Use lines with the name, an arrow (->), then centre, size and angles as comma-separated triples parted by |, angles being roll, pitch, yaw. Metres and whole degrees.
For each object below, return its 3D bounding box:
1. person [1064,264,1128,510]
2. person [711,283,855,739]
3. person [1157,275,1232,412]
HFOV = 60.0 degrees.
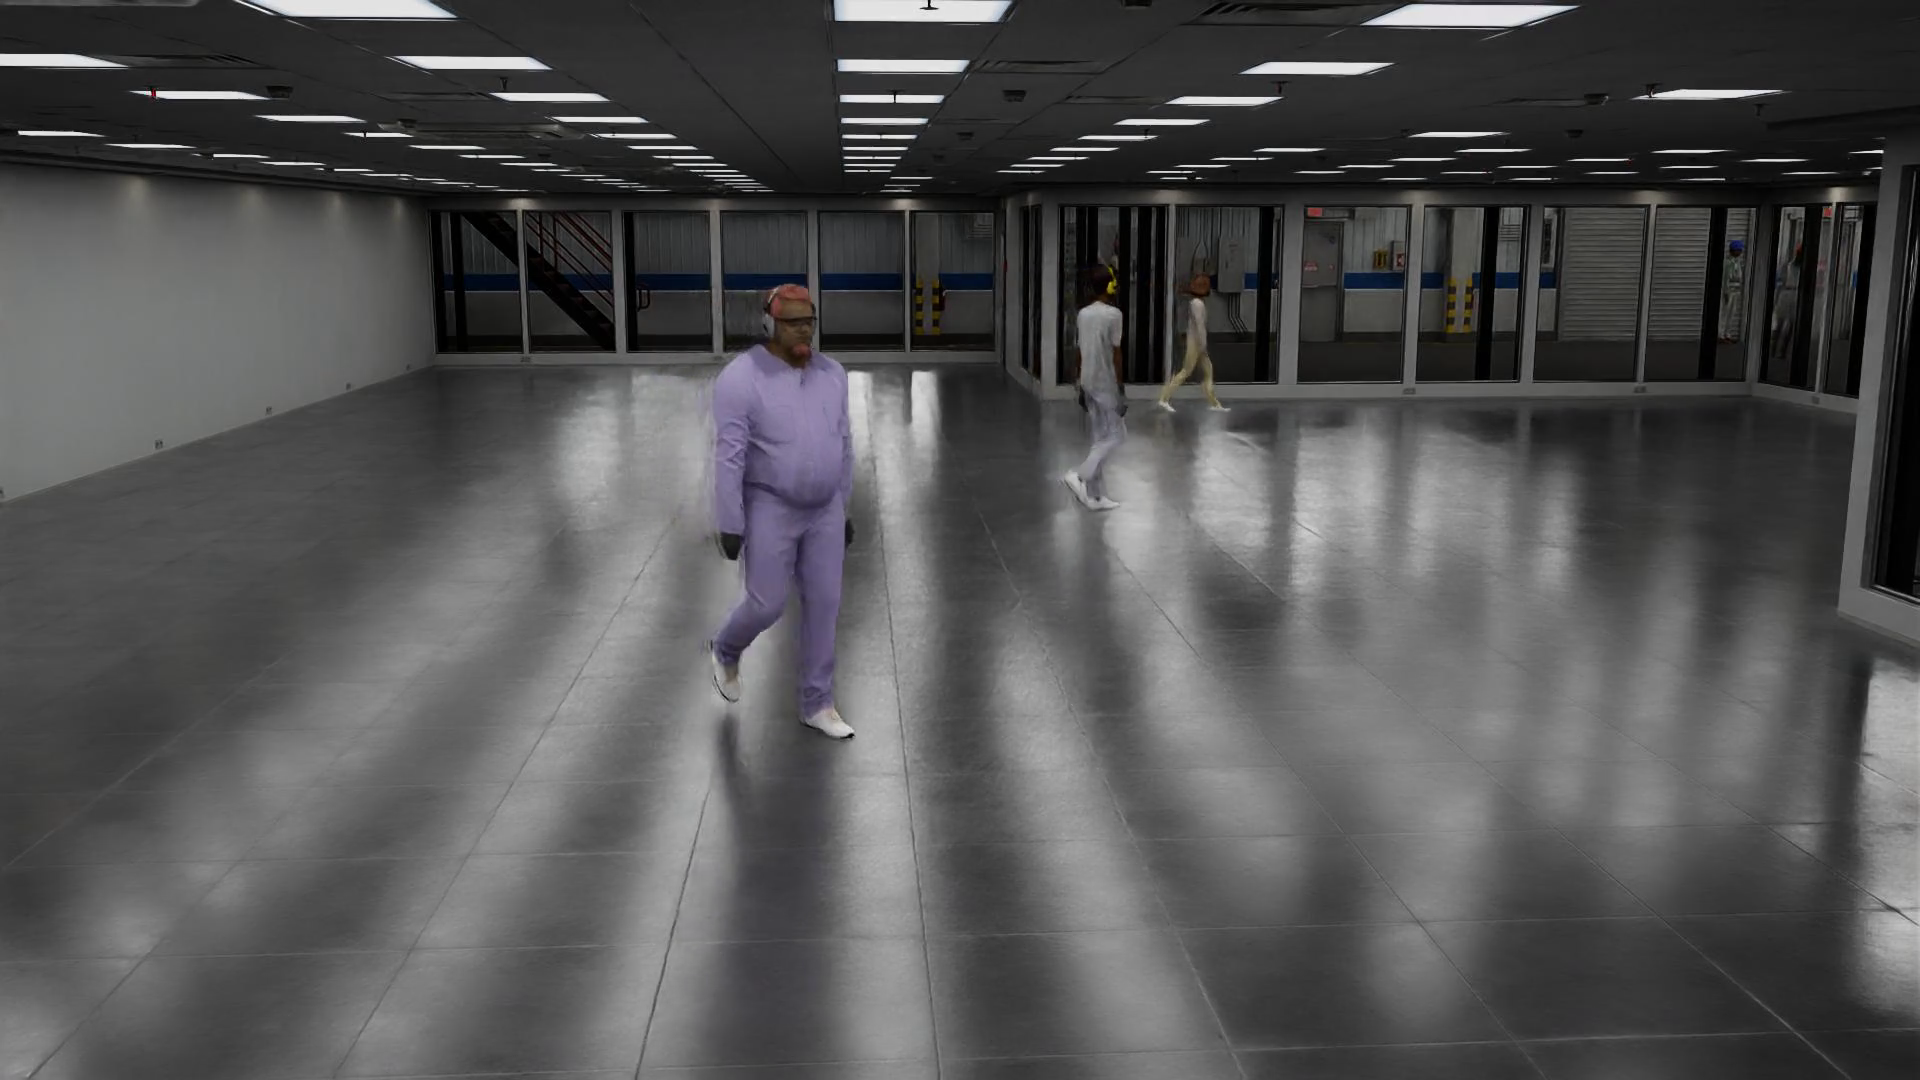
person -> 1.010, -1.116, 12.367 | 0.484, 1.851, 0.546 | -7, 12, -32
person -> -0.755, -0.134, 6.993 | 0.649, 1.883, 0.749 | -8, 13, -37
person -> 2.693, -2.256, 19.202 | 0.849, 1.595, 0.518 | 1, 11, 6
